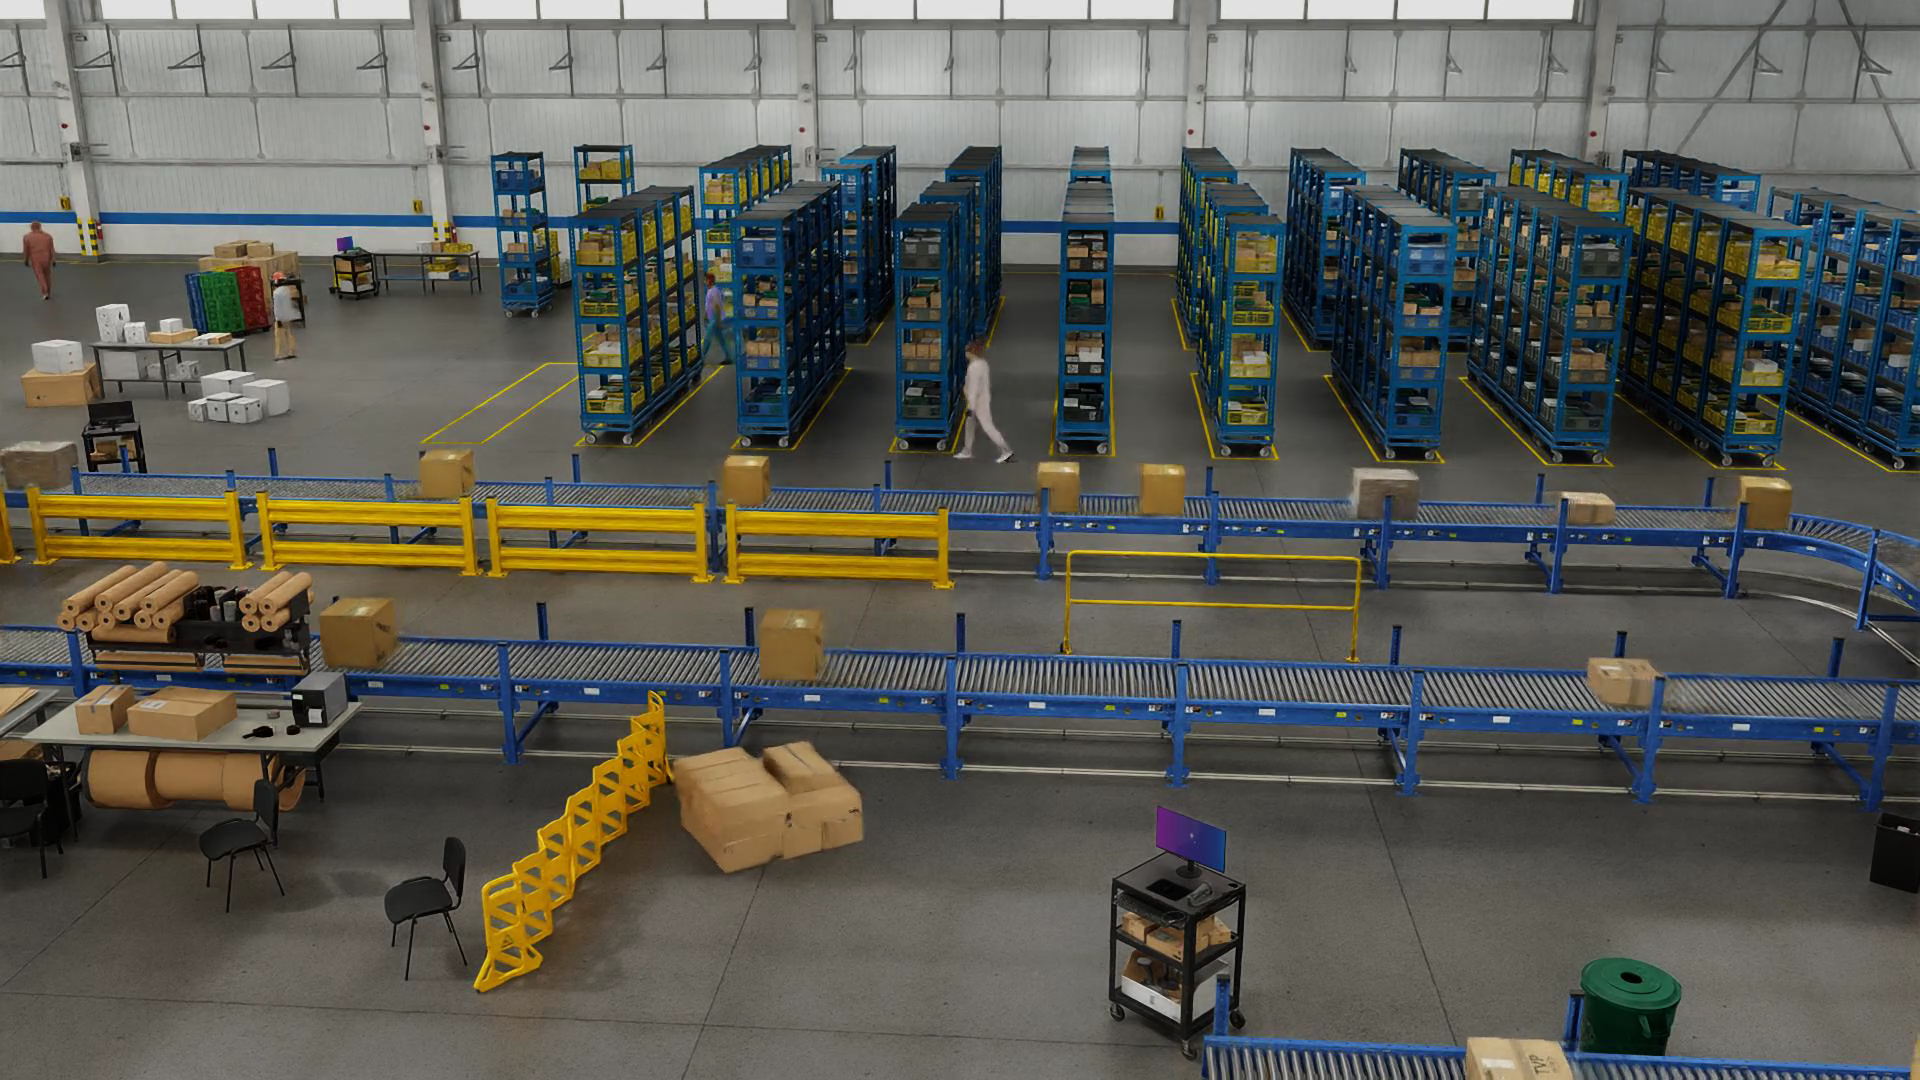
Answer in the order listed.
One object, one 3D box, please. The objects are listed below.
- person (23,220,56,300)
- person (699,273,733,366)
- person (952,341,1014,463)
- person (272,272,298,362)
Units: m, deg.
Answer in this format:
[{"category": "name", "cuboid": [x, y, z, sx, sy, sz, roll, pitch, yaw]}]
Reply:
[{"category": "person", "cuboid": [-21.985, -6.700, 39.774, 0.642, 1.866, 0.955, -15, 23, -40]}, {"category": "person", "cuboid": [-4.847, -4.247, 32.088, 0.955, 1.792, 0.596, -4, 18, -14]}, {"category": "person", "cuboid": [0.374, -2.089, 25.146, 0.932, 1.872, 0.649, 2, 18, 6]}, {"category": "person", "cuboid": [-13.292, -4.378, 32.617, 0.375, 1.730, 0.559, 4, 18, 12]}]
